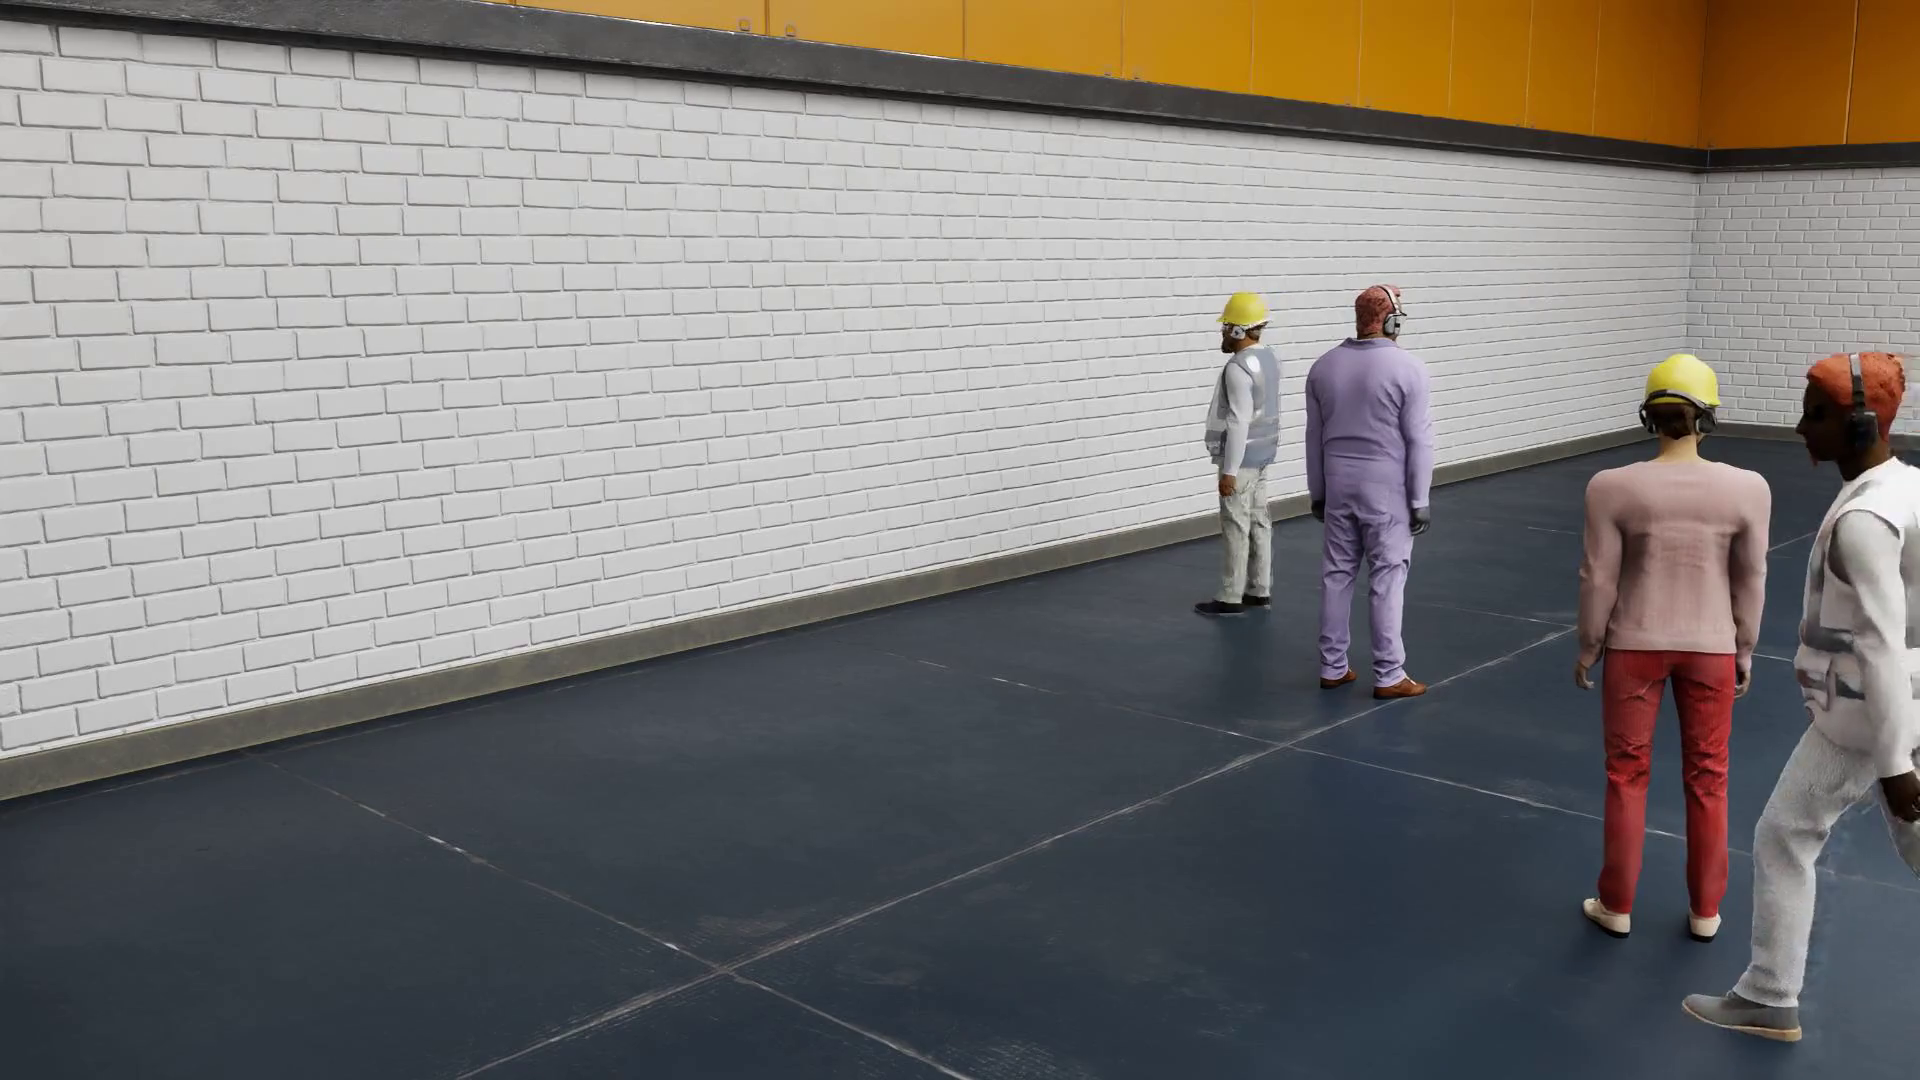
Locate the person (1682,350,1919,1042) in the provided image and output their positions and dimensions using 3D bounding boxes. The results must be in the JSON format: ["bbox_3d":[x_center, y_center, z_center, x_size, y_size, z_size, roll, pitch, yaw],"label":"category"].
[{"bbox_3d":[2.393,0.456,4.118,0.961,1.848,0.597,9,13,41],"label":"person"}]

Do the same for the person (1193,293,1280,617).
[{"bbox_3d":[1.572,-0.463,9.405,0.494,1.830,0.602,5,11,27],"label":"person"}]

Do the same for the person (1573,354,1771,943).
[{"bbox_3d":[2.113,0.331,4.987,0.525,1.765,0.329,2,10,12],"label":"person"}]

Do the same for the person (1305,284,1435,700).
[{"bbox_3d":[1.915,-0.222,7.725,0.401,1.910,0.640,-9,13,-42],"label":"person"}]
